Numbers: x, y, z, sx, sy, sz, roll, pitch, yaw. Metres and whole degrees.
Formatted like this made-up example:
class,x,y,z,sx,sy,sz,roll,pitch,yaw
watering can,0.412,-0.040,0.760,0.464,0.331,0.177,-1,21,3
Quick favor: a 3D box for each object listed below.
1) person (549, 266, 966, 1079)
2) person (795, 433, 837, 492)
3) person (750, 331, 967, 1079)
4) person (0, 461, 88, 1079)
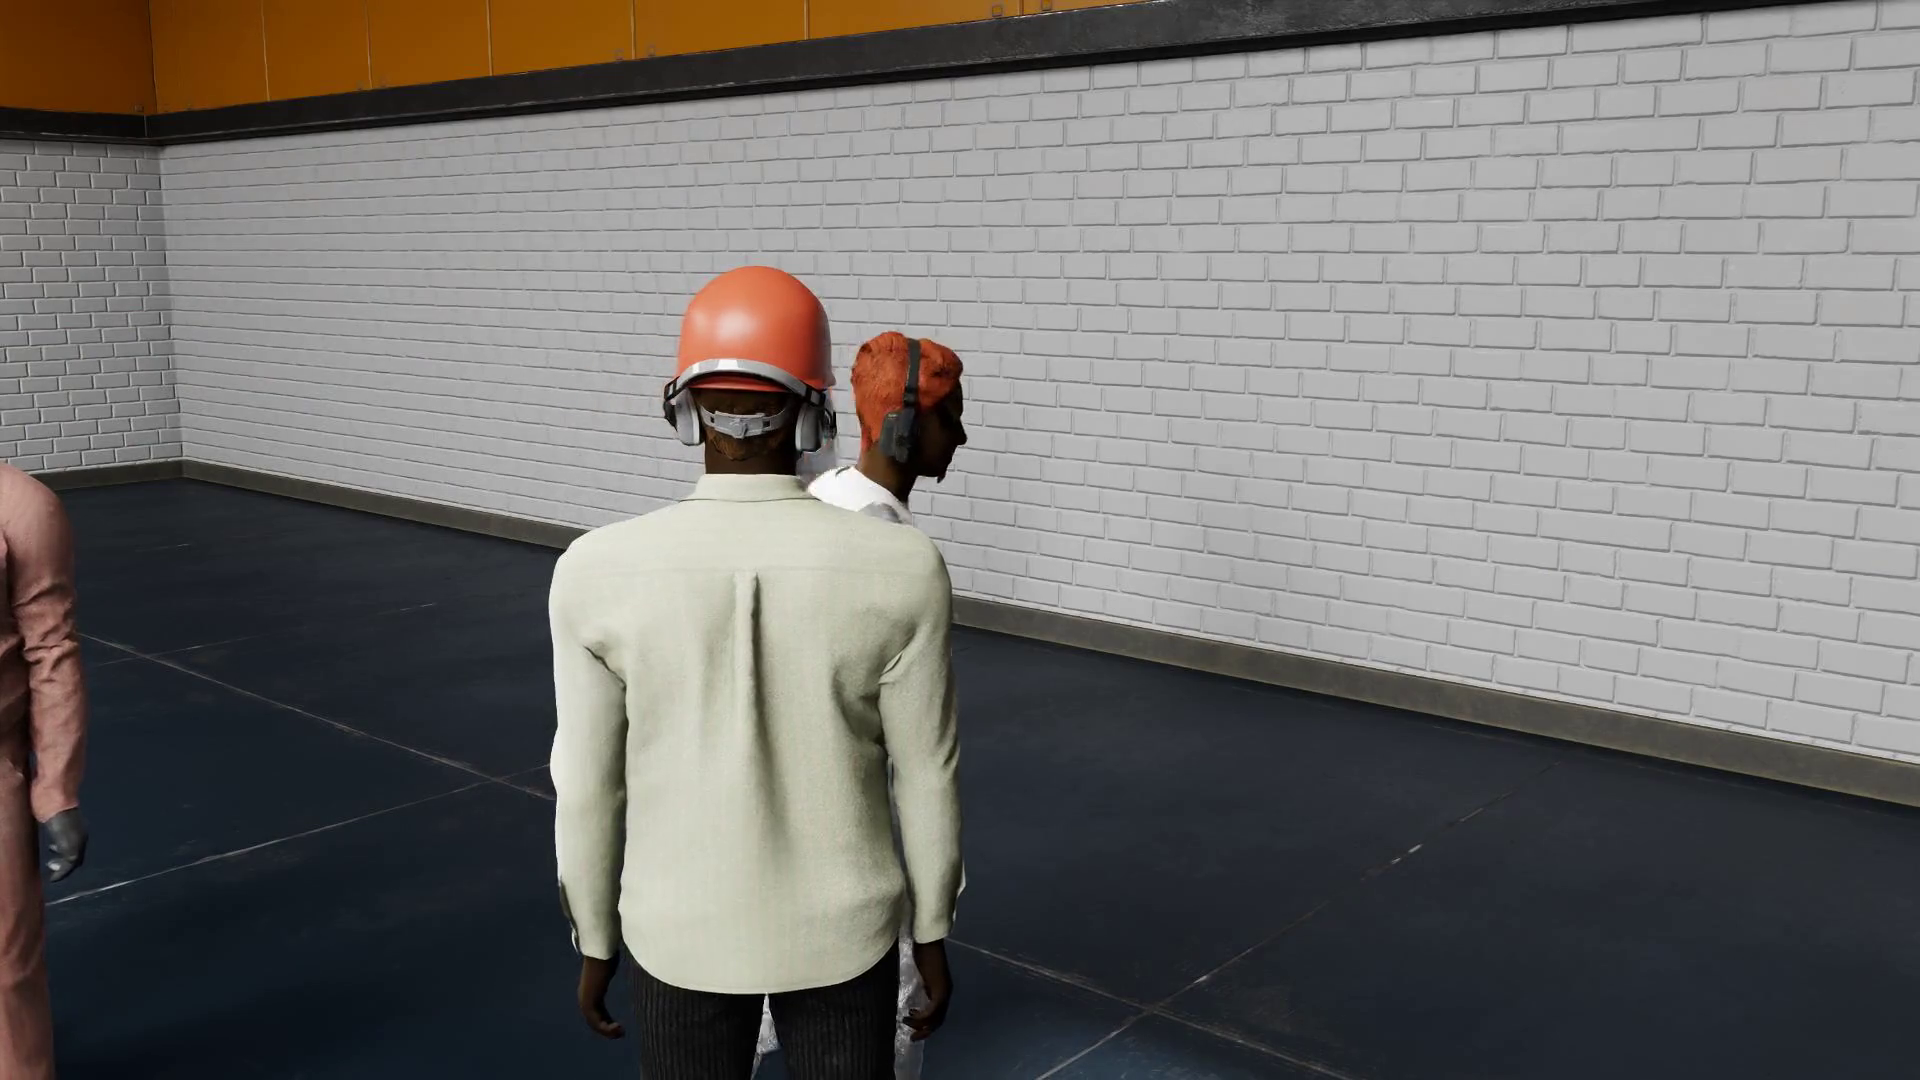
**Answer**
class,x,y,z,sx,sy,sz,roll,pitch,yaw
person,-0.299,0.590,2.554,0.615,1.994,0.381,-1,10,-4
person,-0.669,-0.108,6.741,0.369,1.920,0.792,2,10,10
person,-0.256,0.510,3.373,0.607,1.866,0.614,-4,11,-19
person,-2.053,0.513,3.239,0.637,1.911,0.403,-3,10,-16
